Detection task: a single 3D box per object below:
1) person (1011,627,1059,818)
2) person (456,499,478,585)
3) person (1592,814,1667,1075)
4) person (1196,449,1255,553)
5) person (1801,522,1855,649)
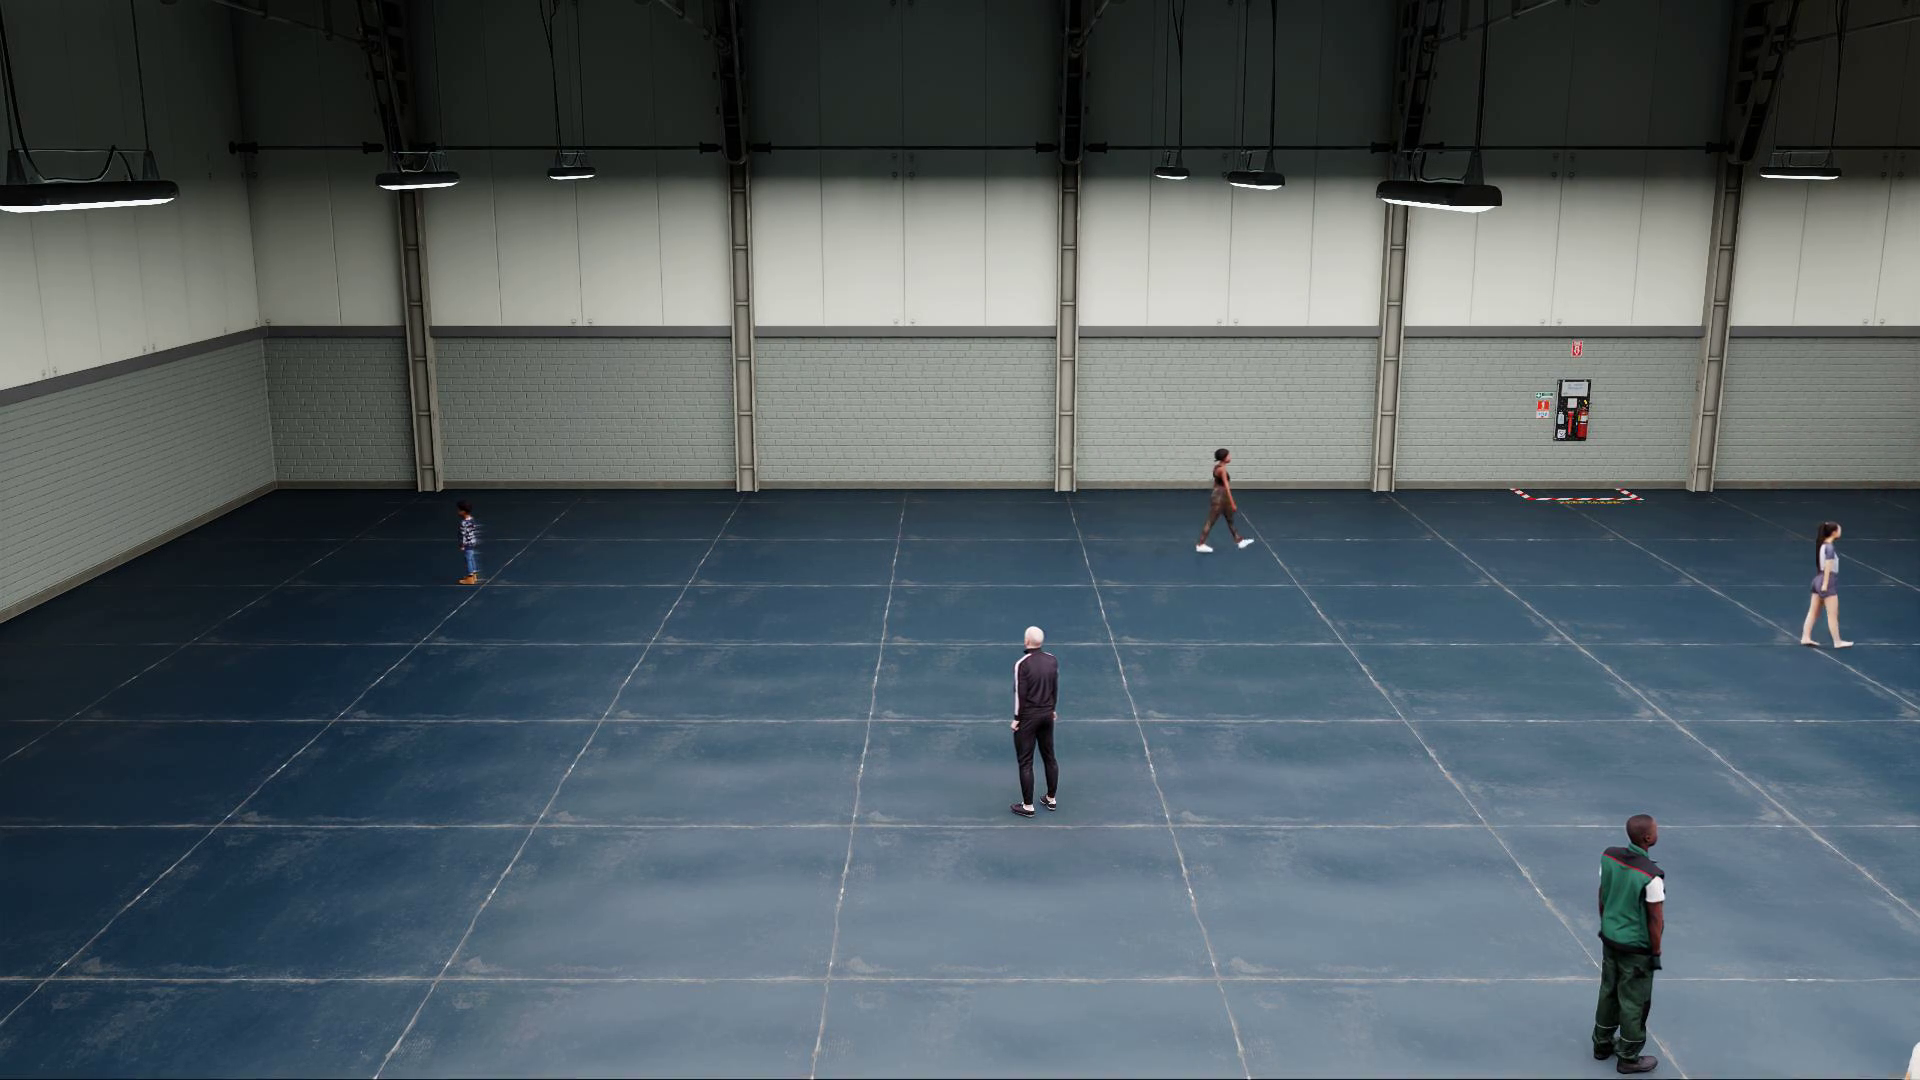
[{"bbox_3d":[0.718,1.719,15.863,0.731,1.835,0.832,-9,16,-35],"label":"person"},{"bbox_3d":[-7.259,0.018,24.495,0.497,1.255,0.499,1,13,3],"label":"person"},{"bbox_3d":[4.594,2.747,11.415,0.757,1.840,0.776,-6,14,-24],"label":"person"},{"bbox_3d":[4.007,-0.584,26.220,1.141,1.650,0.586,0,13,1],"label":"person"},{"bbox_3d":[10.952,0.578,21.234,0.849,1.635,0.678,2,13,10],"label":"person"}]
